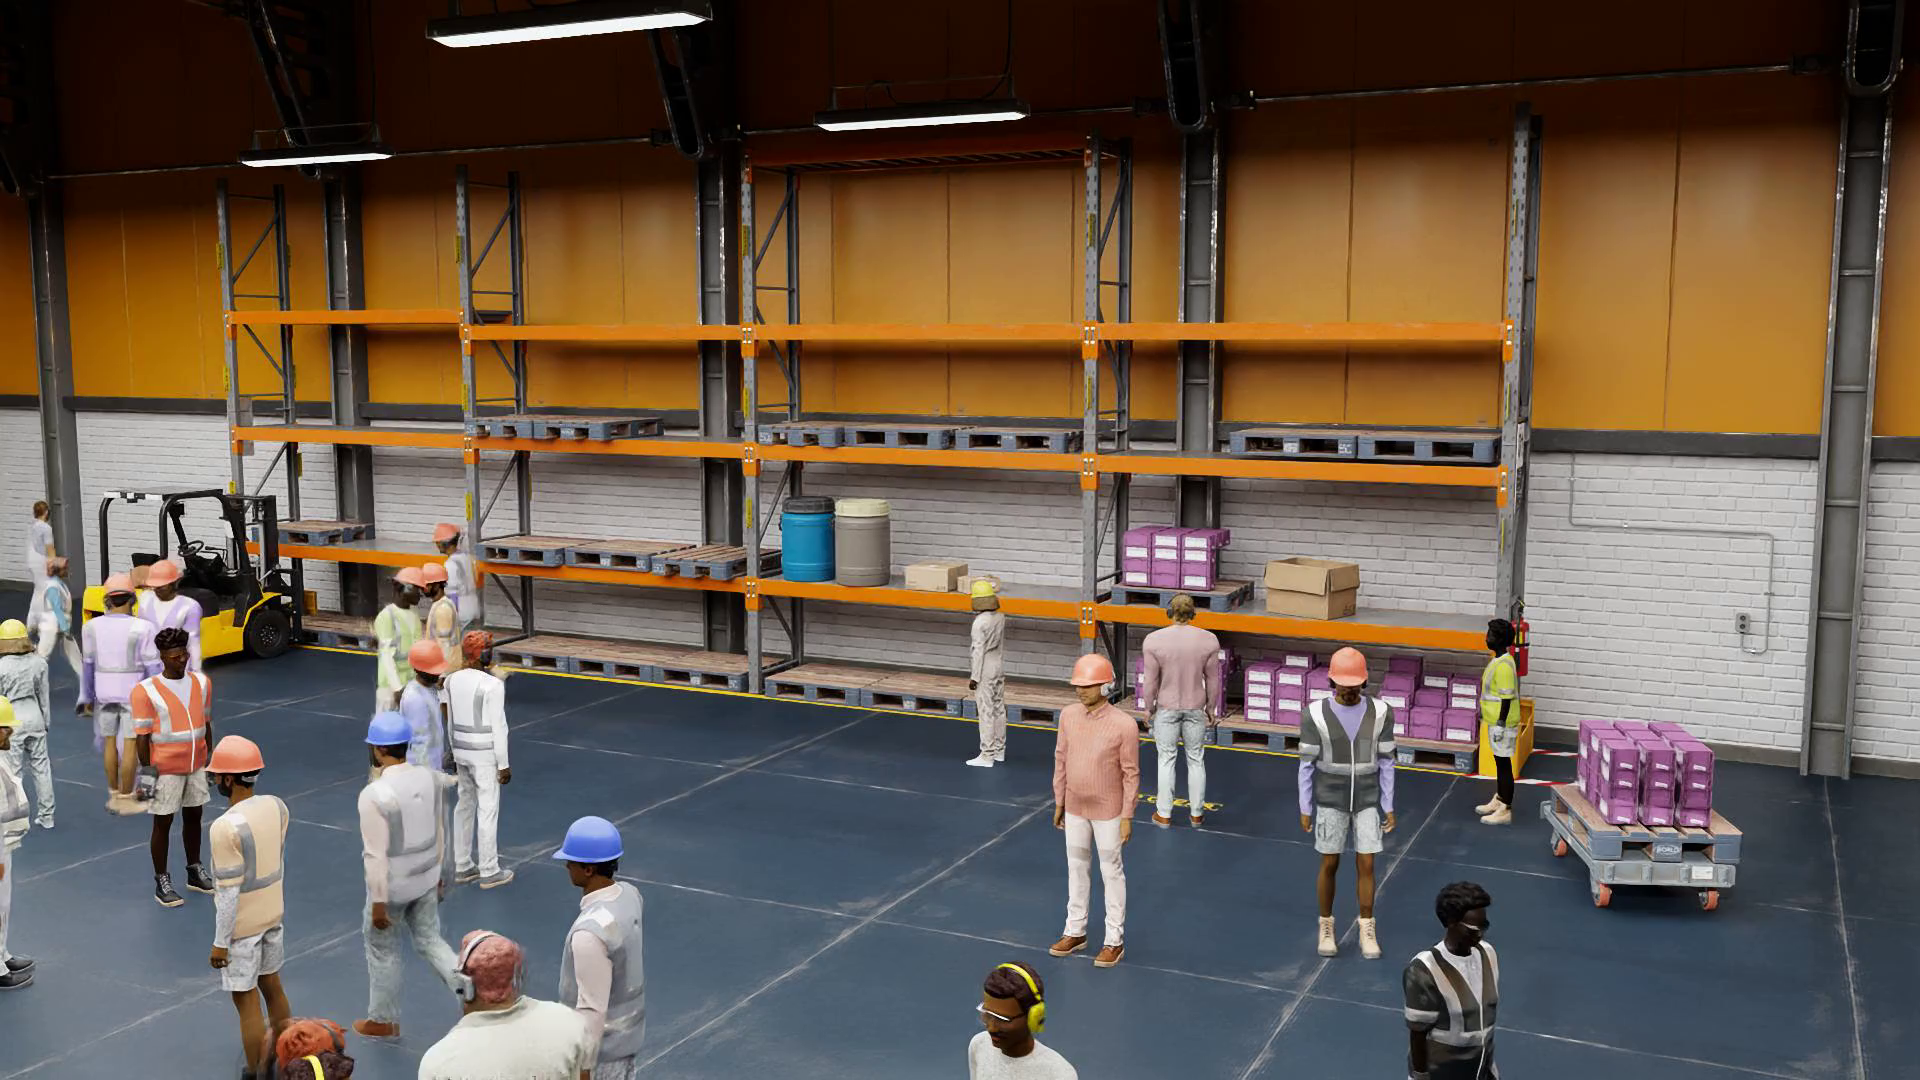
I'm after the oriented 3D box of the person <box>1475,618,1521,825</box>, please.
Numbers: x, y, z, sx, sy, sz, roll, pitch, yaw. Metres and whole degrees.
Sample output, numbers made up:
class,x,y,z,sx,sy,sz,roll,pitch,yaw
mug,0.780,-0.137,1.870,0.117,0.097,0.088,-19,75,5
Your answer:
class,x,y,z,sx,sy,sz,roll,pitch,yaw
person,4.439,1.487,13.678,0.322,1.697,0.535,2,7,14

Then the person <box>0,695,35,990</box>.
class,x,y,z,sx,sy,sz,roll,pitch,yaw
person,-5.925,1.848,10.202,0.403,1.821,0.602,-4,8,-31

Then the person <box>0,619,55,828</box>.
class,x,y,z,sx,sy,sz,roll,pitch,yaw
person,-7.591,1.500,13.425,0.332,1.733,0.479,4,8,30

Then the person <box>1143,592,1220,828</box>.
class,x,y,z,sx,sy,sz,roll,pitch,yaw
person,1.792,1.385,13.548,0.632,1.935,0.368,0,7,-3

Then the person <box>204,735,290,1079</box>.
class,x,y,z,sx,sy,sz,roll,pitch,yaw
person,-3.727,1.974,8.671,0.361,1.938,0.546,1,7,8

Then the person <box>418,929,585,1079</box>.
class,x,y,z,sx,sy,sz,roll,pitch,yaw
person,-1.683,2.321,6.017,0.659,1.881,0.750,-6,9,-40

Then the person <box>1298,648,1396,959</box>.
class,x,y,z,sx,sy,sz,roll,pitch,yaw
person,2.491,1.685,10.704,0.612,2.029,0.409,0,7,2

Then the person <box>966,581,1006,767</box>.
class,x,y,z,sx,sy,sz,roll,pitch,yaw
person,0.233,1.243,15.542,0.311,1.735,0.484,4,8,31

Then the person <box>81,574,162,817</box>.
class,x,y,z,sx,sy,sz,roll,pitch,yaw
person,-6.977,1.295,13.923,0.699,2.029,0.423,0,7,1

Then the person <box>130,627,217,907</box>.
class,x,y,z,sx,sy,sz,roll,pitch,yaw
person,-5.537,1.583,11.785,0.367,1.966,0.607,4,8,28

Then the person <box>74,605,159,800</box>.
class,x,y,z,sx,sy,sz,roll,pitch,yaw
person,-7.086,1.349,14.109,0.665,1.886,0.531,3,7,20

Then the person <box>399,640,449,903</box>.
class,x,y,z,sx,sy,sz,roll,pitch,yaw
person,-3.812,1.613,11.897,0.378,1.890,0.801,-2,7,-14

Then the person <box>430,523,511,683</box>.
class,x,y,z,sx,sy,sz,roll,pitch,yaw
person,-5.375,0.802,18.122,0.731,2.007,0.615,0,7,0

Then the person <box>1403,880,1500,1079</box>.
class,x,y,z,sx,sy,sz,roll,pitch,yaw
person,2.111,2.280,7.129,0.533,1.697,0.319,-5,8,-34

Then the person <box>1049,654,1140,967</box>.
class,x,y,z,sx,sy,sz,roll,pitch,yaw
person,0.852,1.709,10.625,0.613,1.994,0.381,5,9,36

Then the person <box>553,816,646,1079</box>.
class,x,y,z,sx,sy,sz,roll,pitch,yaw
person,-1.548,2.146,7.201,0.384,1.949,0.605,0,7,3

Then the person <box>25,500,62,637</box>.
class,x,y,z,sx,sy,sz,roll,pitch,yaw
person,-12.254,0.396,22.206,0.707,1.828,0.400,6,9,41

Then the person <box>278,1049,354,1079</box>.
class,x,y,z,sx,sy,sz,roll,pitch,yaw
person,-1.926,2.454,5.008,0.519,1.865,0.335,3,7,23

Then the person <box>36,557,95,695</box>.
class,x,y,z,sx,sy,sz,roll,pitch,yaw
person,-9.907,0.978,18.335,0.898,1.583,0.520,-2,7,-13

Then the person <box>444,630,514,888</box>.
class,x,y,z,sx,sy,sz,roll,pitch,yaw
person,-3.509,1.590,12.116,0.568,1.878,0.351,5,8,35

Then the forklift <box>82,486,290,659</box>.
class,x,y,z,sx,sy,sz,roll,pitch,yaw
forklift,-9.426,0.454,20.179,1.214,2.155,2.313,3,8,26

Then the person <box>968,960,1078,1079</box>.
class,x,y,z,sx,sy,sz,roll,pitch,yaw
person,0.195,2.361,5.797,0.325,1.862,0.511,-6,9,-43

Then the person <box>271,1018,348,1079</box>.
class,x,y,z,sx,sy,sz,roll,pitch,yaw
person,-2.045,2.436,5.219,0.818,1.865,0.405,0,7,4

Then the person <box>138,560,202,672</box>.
class,x,y,z,sx,sy,sz,roll,pitch,yaw
person,-7.162,1.146,15.246,0.624,2.012,0.824,1,7,9

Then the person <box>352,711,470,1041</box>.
class,x,y,z,sx,sy,sz,roll,pitch,yaw
person,-3.051,1.908,9.320,0.853,1.920,0.619,3,8,25

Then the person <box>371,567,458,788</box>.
class,x,y,z,sx,sy,sz,roll,pitch,yaw
person,-4.806,1.242,14.553,0.980,1.979,0.639,3,7,23

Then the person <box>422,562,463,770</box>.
class,x,y,z,sx,sy,sz,roll,pitch,yaw
person,-4.821,1.165,15.425,0.396,1.929,0.539,-3,7,-21
